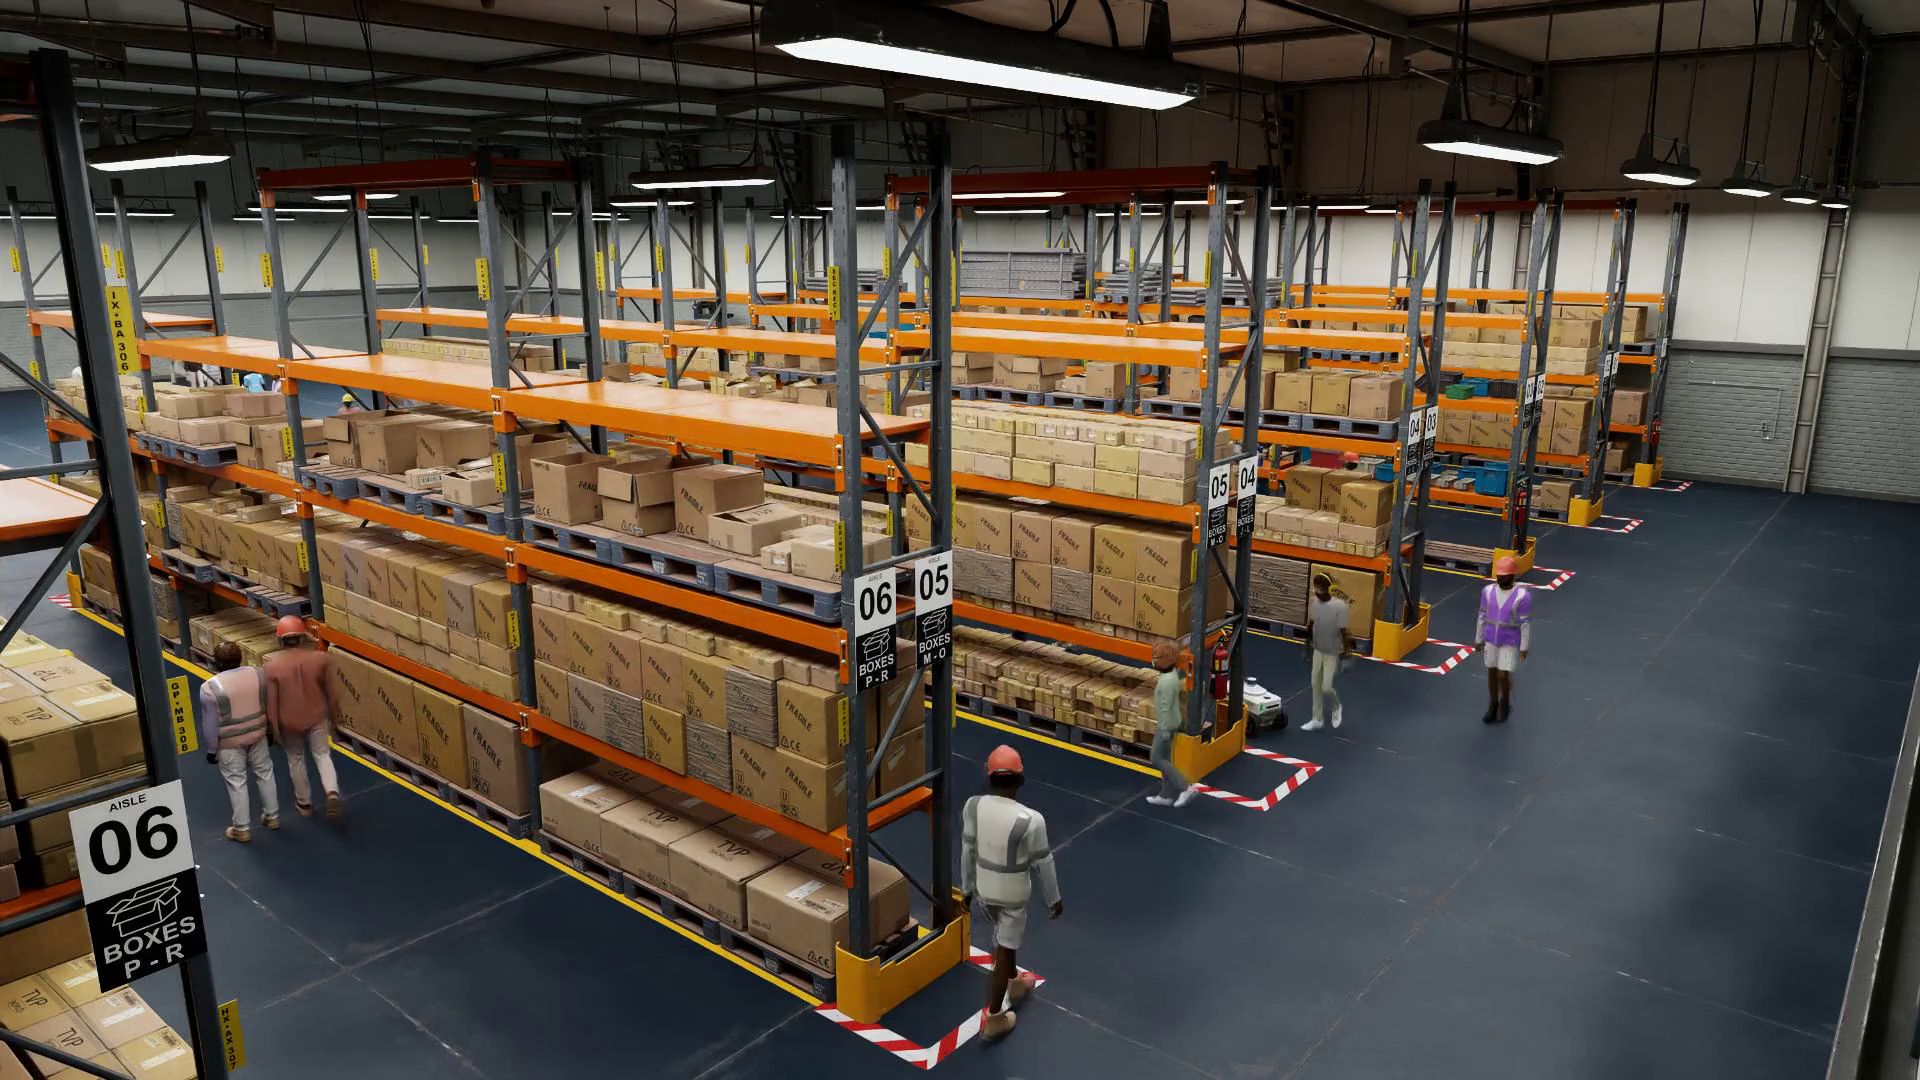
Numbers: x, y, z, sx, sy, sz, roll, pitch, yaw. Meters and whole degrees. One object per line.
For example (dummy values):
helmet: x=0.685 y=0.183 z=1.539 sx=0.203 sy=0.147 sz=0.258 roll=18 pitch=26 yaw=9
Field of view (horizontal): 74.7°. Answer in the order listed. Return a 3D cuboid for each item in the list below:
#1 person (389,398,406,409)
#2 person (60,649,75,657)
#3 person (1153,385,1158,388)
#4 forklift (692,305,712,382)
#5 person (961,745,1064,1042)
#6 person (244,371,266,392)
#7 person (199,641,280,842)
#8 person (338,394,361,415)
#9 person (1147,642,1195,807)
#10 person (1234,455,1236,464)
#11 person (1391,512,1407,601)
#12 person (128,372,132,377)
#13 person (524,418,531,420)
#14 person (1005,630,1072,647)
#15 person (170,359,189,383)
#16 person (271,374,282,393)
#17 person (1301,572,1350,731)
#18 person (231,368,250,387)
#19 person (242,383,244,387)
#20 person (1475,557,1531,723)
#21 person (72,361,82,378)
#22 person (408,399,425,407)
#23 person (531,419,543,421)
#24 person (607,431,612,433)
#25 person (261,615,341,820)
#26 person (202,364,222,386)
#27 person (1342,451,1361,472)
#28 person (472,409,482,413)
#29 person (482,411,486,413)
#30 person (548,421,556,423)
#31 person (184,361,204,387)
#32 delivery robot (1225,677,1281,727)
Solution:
person: x=-14.344 y=-3.256 z=32.043 sx=0.494 sy=1.911 sz=0.599 roll=5 pitch=14 yaw=18
person: x=-8.065 y=1.835 z=11.470 sx=0.483 sy=1.737 sz=0.320 roll=3 pitch=14 yaw=14
person: x=4.929 y=-3.146 z=31.556 sx=0.380 sy=1.923 sz=0.595 roll=12 pitch=18 yaw=40
forklift: x=-9.511 y=-7.392 z=47.124 sx=1.873 sy=2.768 sz=1.129 roll=11 pitch=17 yaw=38
person: x=0.389 y=2.376 z=8.683 sx=0.662 sy=1.993 sz=0.895 roll=10 pitch=17 yaw=36
person: x=-20.662 y=-4.318 z=36.970 sx=0.849 sy=1.649 sz=0.556 roll=9 pitch=16 yaw=34
person: x=-6.515 y=1.798 z=11.397 sx=0.429 sy=1.841 sz=0.633 roll=8 pitch=16 yaw=31
person: x=-14.277 y=-2.579 z=29.586 sx=0.538 sy=1.753 sz=0.590 roll=-1 pitch=14 yaw=-4
person: x=2.002 y=1.766 z=12.012 sx=0.411 sy=1.610 sz=0.508 roll=4 pitch=14 yaw=18
person: x=4.534 y=-0.519 z=20.859 sx=1.026 sy=1.885 sz=0.650 roll=3 pitch=14 yaw=12
person: x=6.180 y=0.350 z=17.875 sx=0.504 sy=1.606 sz=0.839 roll=-11 pitch=17 yaw=-37
person: x=-24.972 y=-4.503 z=37.439 sx=0.968 sy=1.779 sz=0.648 roll=7 pitch=15 yaw=27
person: x=-10.667 y=-3.000 z=30.915 sx=0.396 sy=1.944 sz=0.618 roll=-6 pitch=15 yaw=-24
person: x=1.071 y=0.505 z=16.670 sx=0.993 sy=1.873 sz=0.597 roll=10 pitch=17 yaw=36
person: x=-28.862 y=-6.588 z=46.347 sx=0.626 sy=1.618 sz=0.520 roll=-11 pitch=17 yaw=-37
person: x=-17.636 y=-3.473 z=32.659 sx=0.608 sy=2.044 sz=0.371 roll=9 pitch=17 yaw=34
person: x=4.012 y=1.226 z=13.756 sx=0.524 sy=1.844 sz=0.612 roll=-9 pitch=16 yaw=-32
person: x=-22.587 y=-5.141 z=39.612 sx=0.686 sy=2.000 sz=0.535 roll=-11 pitch=17 yaw=-37
person: x=-23.355 y=-5.376 z=41.017 sx=0.790 sy=1.805 sz=0.652 roll=10 pitch=17 yaw=37
person: x=6.014 y=1.117 z=14.013 sx=0.447 sy=1.924 sz=0.569 roll=-12 pitch=18 yaw=-41
person: x=-25.489 y=-4.384 z=36.708 sx=0.889 sy=1.906 sz=0.642 roll=6 pitch=15 yaw=22
person: x=-14.452 y=-3.644 z=33.726 sx=0.792 sy=1.874 sz=0.670 roll=-7 pitch=15 yaw=-25
person: x=-9.222 y=-2.165 z=27.609 sx=0.473 sy=1.912 sz=0.652 roll=-4 pitch=14 yaw=-15
person: x=-9.727 y=-3.917 z=34.807 sx=0.670 sy=1.888 sz=0.759 roll=-6 pitch=15 yaw=-23
person: x=-6.067 y=1.668 z=11.679 sx=0.624 sy=1.971 sz=0.793 roll=-12 pitch=18 yaw=-40
person: x=-23.819 y=-5.174 z=40.116 sx=0.403 sy=1.823 sz=0.589 roll=6 pitch=15 yaw=24
person: x=6.411 y=-0.547 z=20.866 sx=1.084 sy=1.930 sz=0.614 roll=8 pitch=16 yaw=31
person: x=-11.886 y=-2.800 z=30.846 sx=0.877 sy=1.588 sz=0.501 roll=5 pitch=14 yaw=19
person: x=-12.158 y=-3.049 z=31.430 sx=0.535 sy=1.788 sz=0.979 roll=3 pitch=14 yaw=12
person: x=-10.427 y=-3.280 z=32.270 sx=0.690 sy=1.861 sz=0.934 roll=-2 pitch=14 yaw=-9
person: x=-25.486 y=-5.685 z=41.961 sx=0.643 sy=1.948 sz=1.010 roll=-12 pitch=18 yaw=-40
delivery robot: x=3.246 y=1.776 z=14.061 sx=0.477 sy=0.478 sz=0.707 roll=-7 pitch=16 yaw=-28
